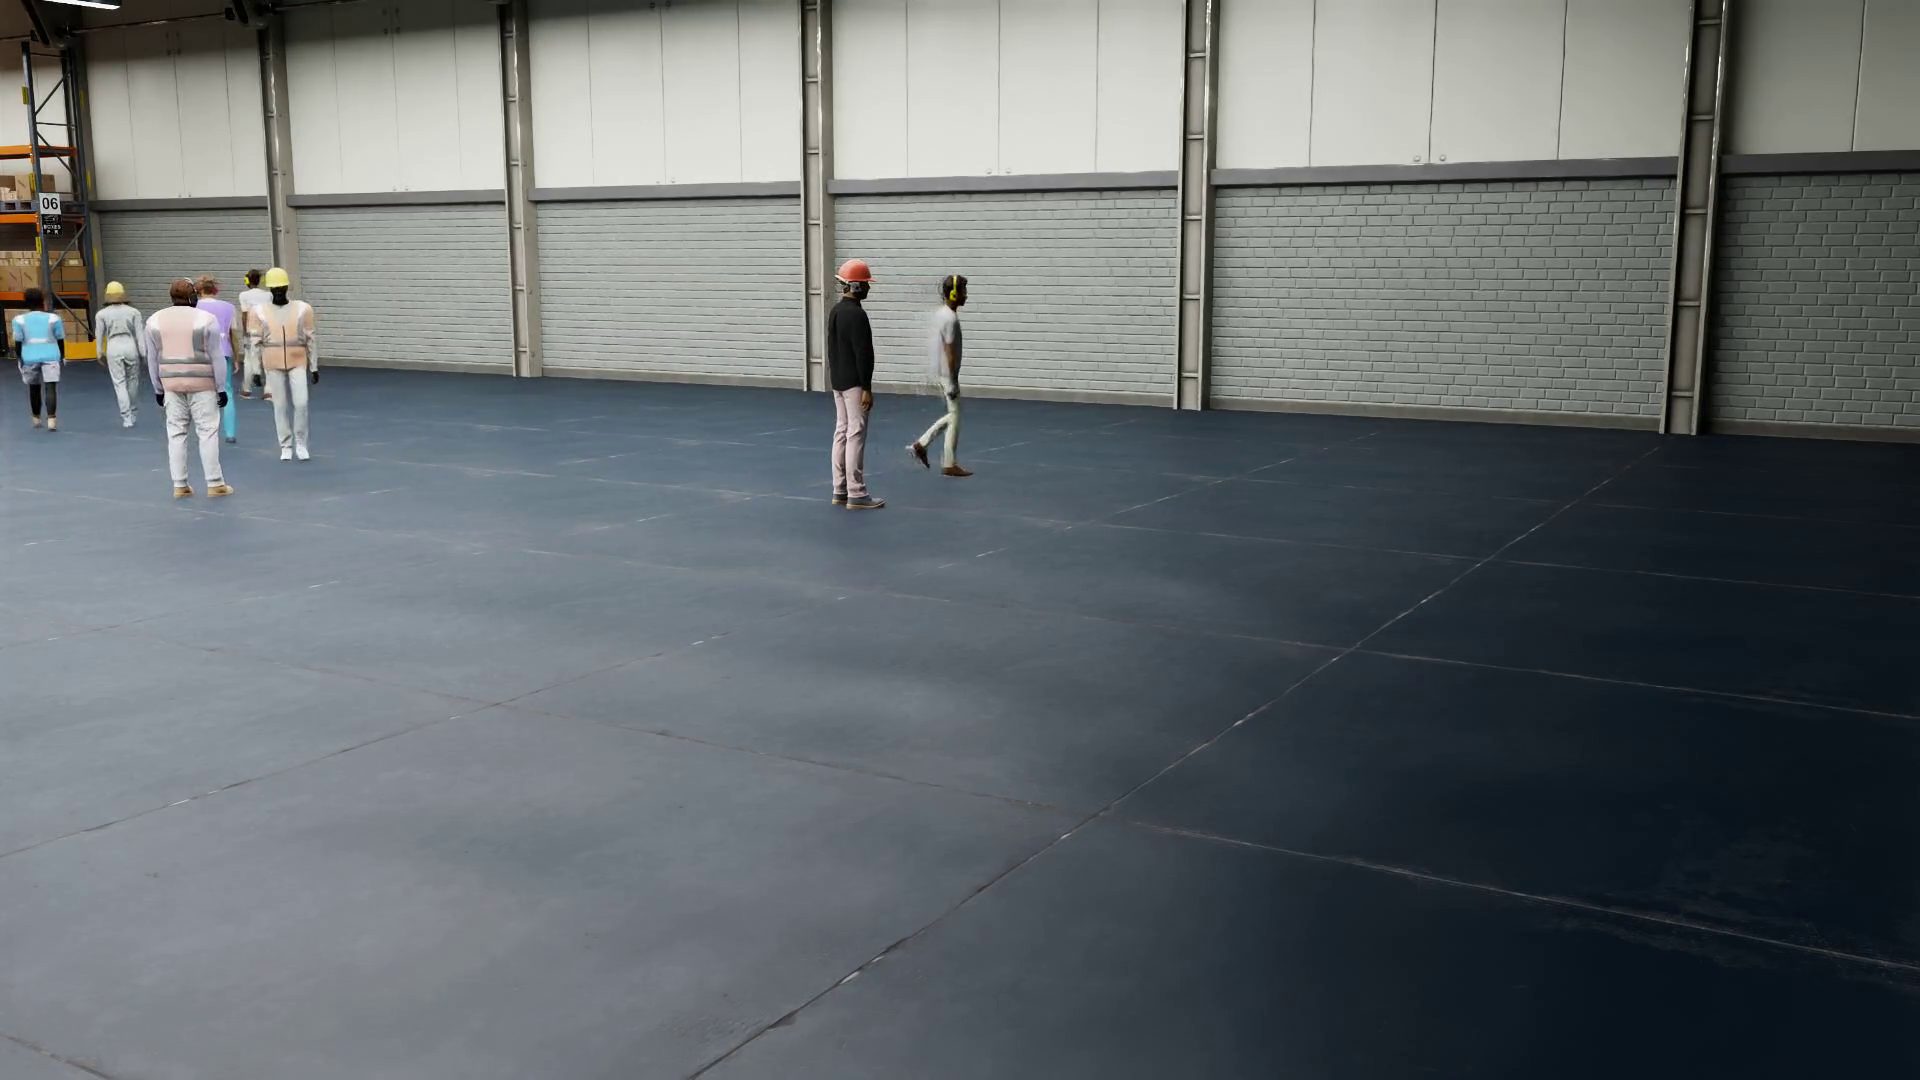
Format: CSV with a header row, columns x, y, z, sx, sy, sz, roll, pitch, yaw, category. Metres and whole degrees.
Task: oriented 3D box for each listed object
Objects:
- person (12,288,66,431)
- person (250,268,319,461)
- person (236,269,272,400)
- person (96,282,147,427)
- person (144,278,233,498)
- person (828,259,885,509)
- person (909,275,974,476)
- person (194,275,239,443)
x,y,z,sx,sy,sz,roll,pitch,yaw,category
-10.719,-2.103,19.399,0.536,1.650,0.888,-5,11,-25,person
-6.653,-1.714,16.382,0.612,1.901,0.683,-4,10,-20,person
-9.981,-2.900,23.528,0.928,1.825,0.539,8,13,41,person
-10.054,-2.227,19.912,0.505,1.699,0.880,-7,12,-35,person
-6.454,-1.271,13.964,0.627,1.843,0.429,0,10,0,person
-0.851,-1.249,13.383,0.383,1.993,0.622,-5,11,-26,person
-0.152,-1.495,15.241,0.491,1.851,0.550,-2,10,-14,person
-8.096,-1.951,18.040,0.561,1.816,0.520,-8,12,-38,person
